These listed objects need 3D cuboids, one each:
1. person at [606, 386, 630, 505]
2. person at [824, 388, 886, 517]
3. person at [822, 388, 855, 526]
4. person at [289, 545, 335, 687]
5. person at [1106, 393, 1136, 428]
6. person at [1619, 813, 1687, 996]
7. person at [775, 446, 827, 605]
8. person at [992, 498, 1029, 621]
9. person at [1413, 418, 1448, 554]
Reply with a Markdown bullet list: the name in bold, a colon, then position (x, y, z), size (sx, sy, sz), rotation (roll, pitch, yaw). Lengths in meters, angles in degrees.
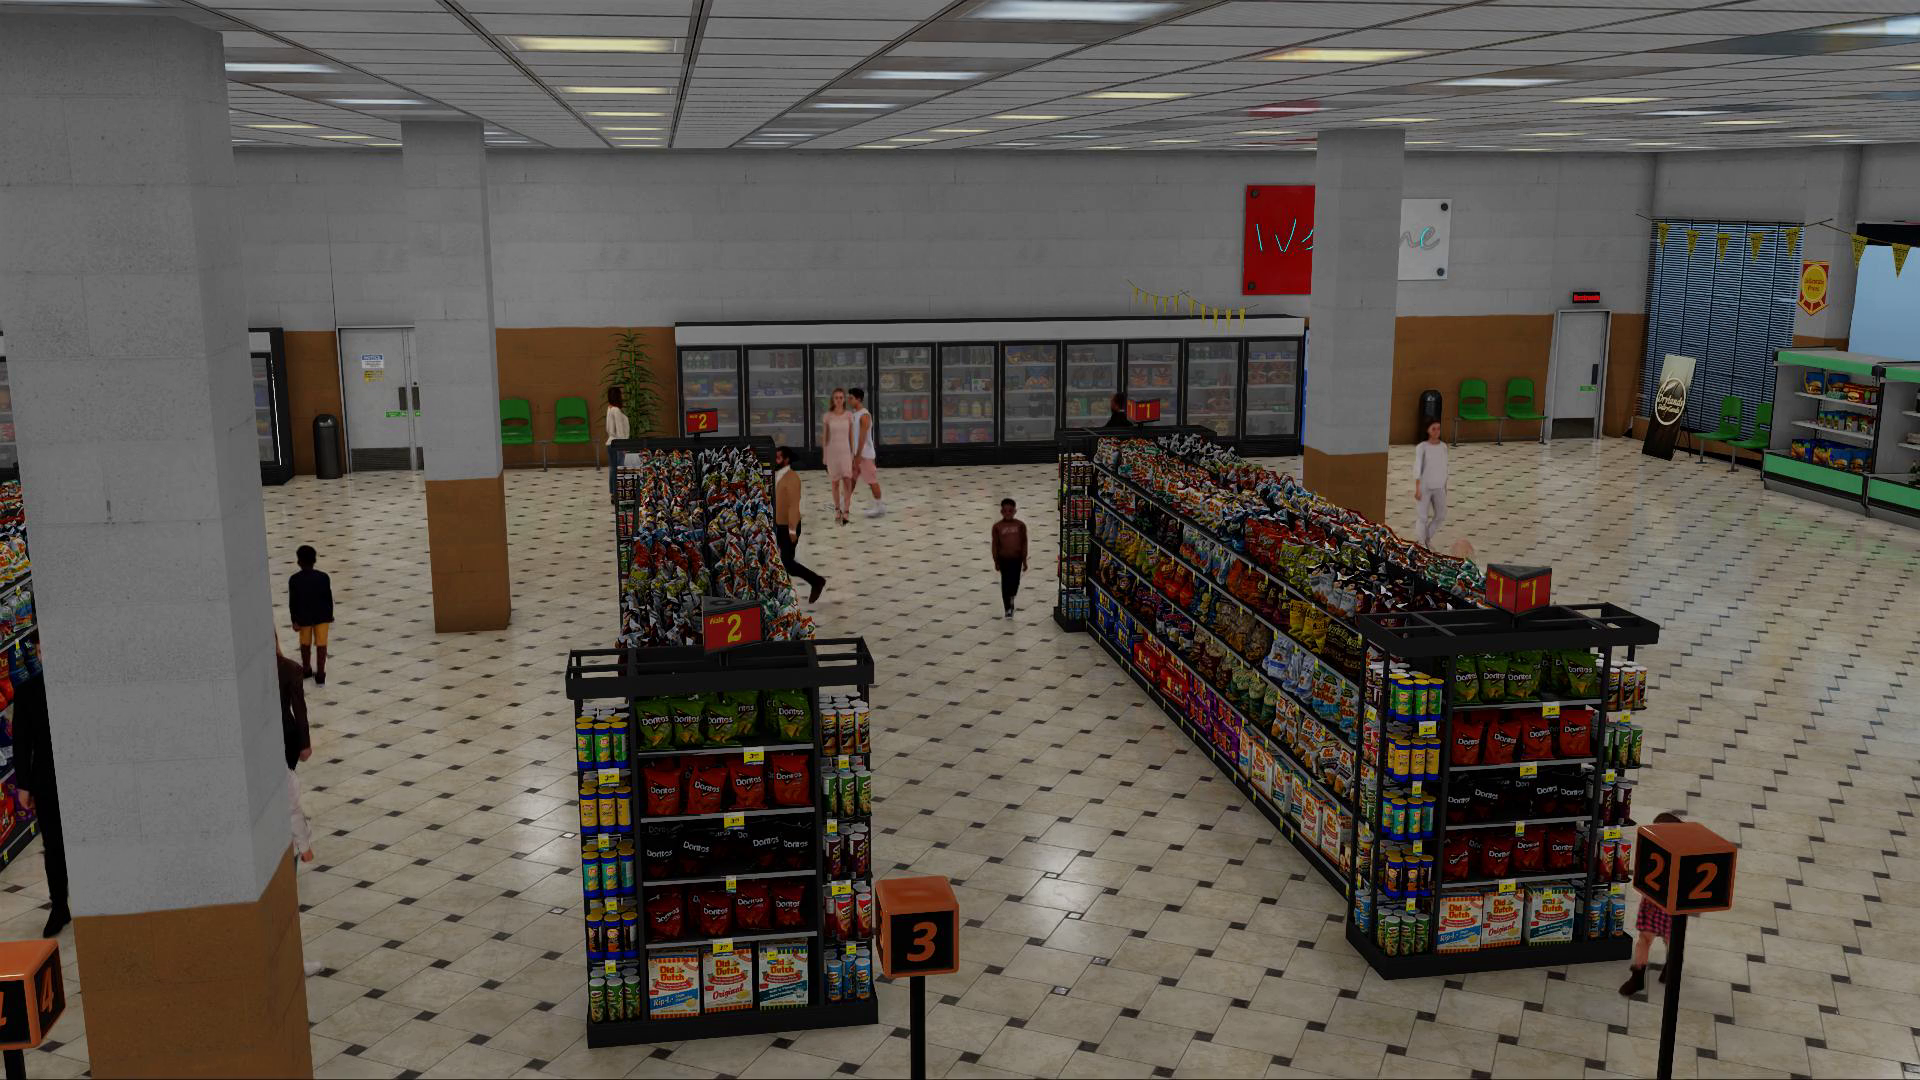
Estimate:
- **person**: position (-4.830, -1.325, 23.370), size (0.728, 1.683, 0.564), rotation (-5, 13, -24)
- **person**: position (-1.212, -1.159, 22.441), size (0.826, 1.742, 1.023), rotation (-4, 12, -17)
- **person**: position (-1.614, -1.104, 22.041), size (0.634, 1.798, 1.019), rotation (-1, 12, -4)
- **person**: position (-5.773, 0.689, 14.848), size (0.639, 1.254, 0.761), rotation (-6, 13, -25)
- **person**: position (1.951, -0.881, 20.746), size (0.883, 1.896, 0.795), rotation (5, 13, 22)
- **person**: position (3.916, 2.001, 9.220), size (0.674, 1.005, 0.688), rotation (-10, 15, -38)
- **person**: position (-1.764, -0.122, 17.523), size (0.873, 1.739, 0.958), rotation (-6, 13, -25)
- **person**: position (0.531, 0.178, 17.315), size (0.585, 1.237, 0.916), rotation (-1, 12, -3)
- **person**: position (5.656, -0.648, 20.161), size (0.646, 1.680, 0.620), rotation (-4, 12, -17)
